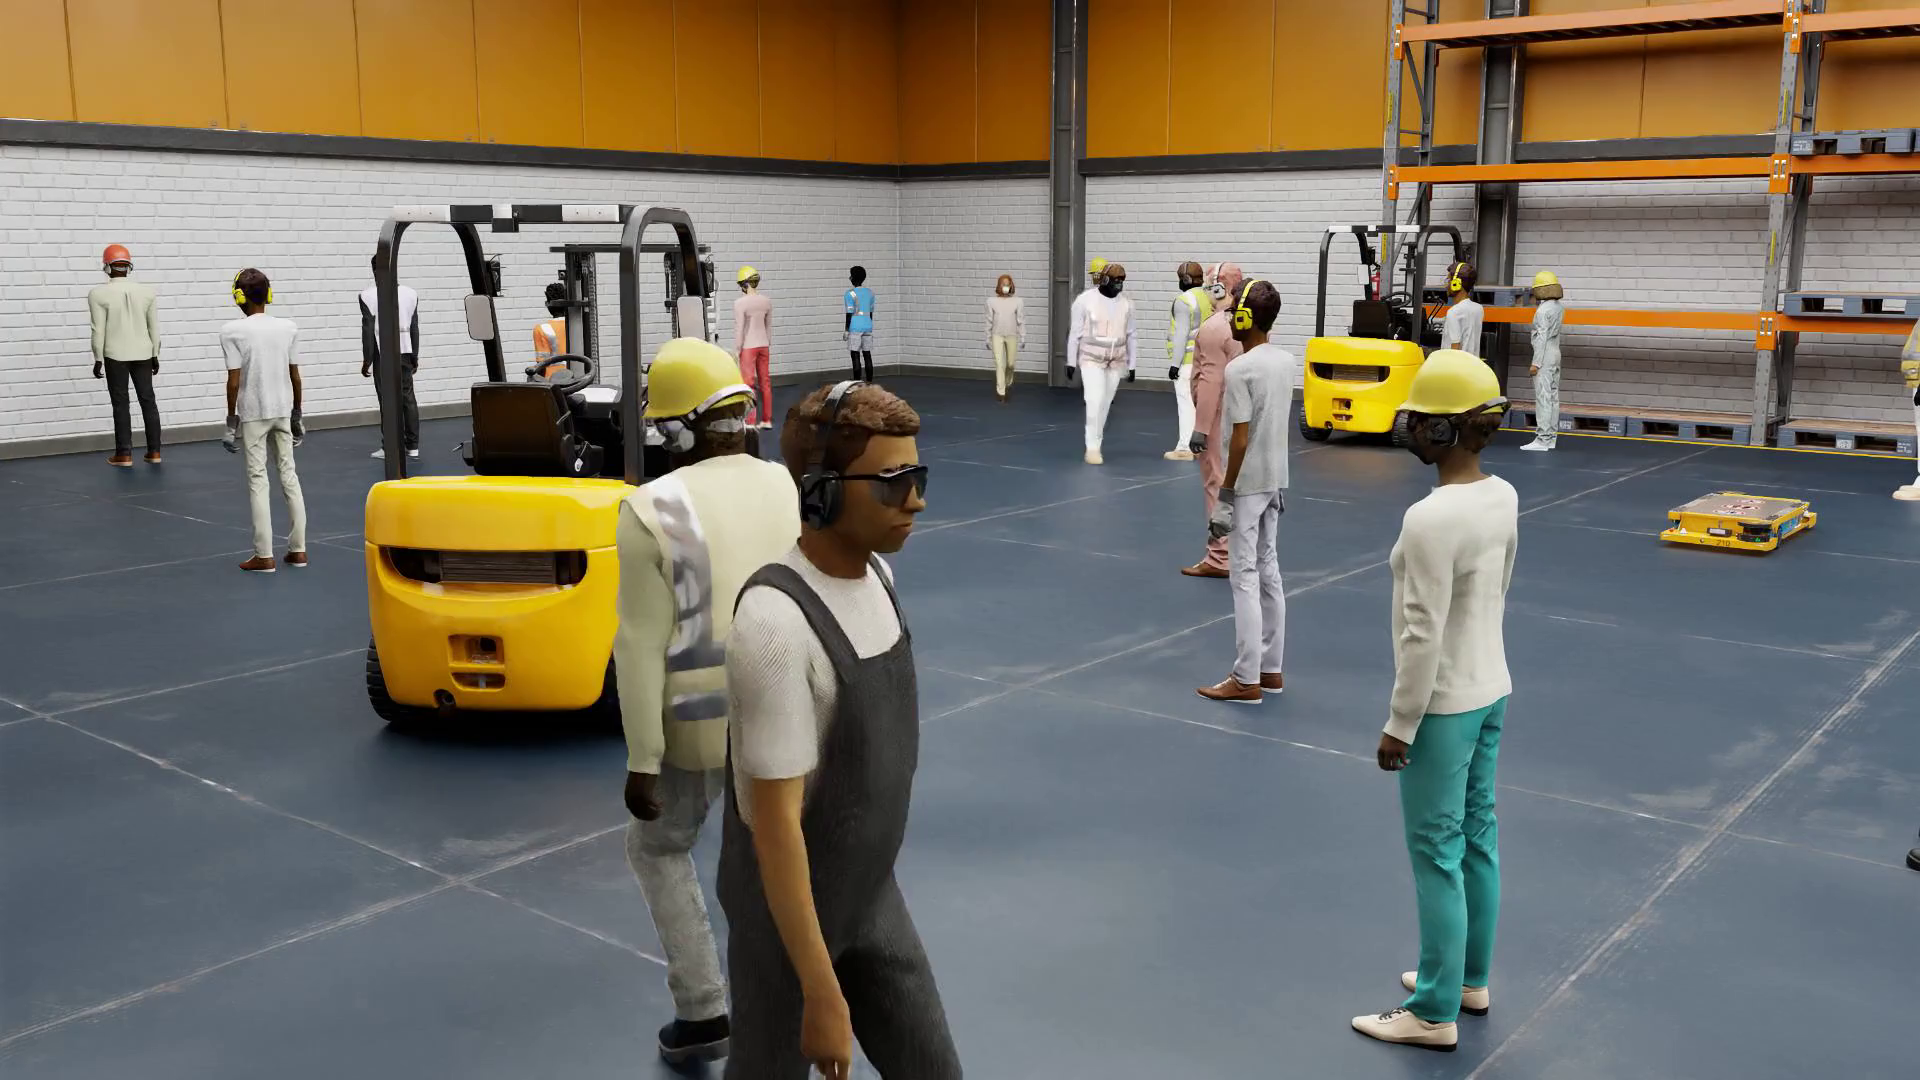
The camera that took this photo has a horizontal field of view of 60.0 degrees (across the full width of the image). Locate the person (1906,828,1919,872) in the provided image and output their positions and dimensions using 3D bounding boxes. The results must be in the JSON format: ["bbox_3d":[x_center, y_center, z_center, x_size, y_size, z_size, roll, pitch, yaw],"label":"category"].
[{"bbox_3d":[3.297,0.130,5.285,0.366,1.931,0.542,8,13,38],"label":"person"}]

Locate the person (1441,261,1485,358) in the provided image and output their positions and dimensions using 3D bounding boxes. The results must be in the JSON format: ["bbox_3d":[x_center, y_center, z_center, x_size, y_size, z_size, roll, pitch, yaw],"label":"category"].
[{"bbox_3d":[3.818,-1.197,12.805,0.329,1.872,0.508,8,13,38],"label":"person"}]

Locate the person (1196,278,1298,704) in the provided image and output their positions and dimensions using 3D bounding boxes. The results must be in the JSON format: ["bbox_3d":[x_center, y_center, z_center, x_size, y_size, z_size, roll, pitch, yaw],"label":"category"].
[{"bbox_3d":[1.274,-0.211,7.344,0.329,1.872,0.508,8,13,38],"label":"person"}]

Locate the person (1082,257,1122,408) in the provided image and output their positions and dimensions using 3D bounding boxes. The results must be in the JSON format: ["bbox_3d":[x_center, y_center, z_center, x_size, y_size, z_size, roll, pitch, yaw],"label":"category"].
[{"bbox_3d":[1.700,-2.498,20.137,0.403,1.825,0.586,8,13,38],"label":"person"}]

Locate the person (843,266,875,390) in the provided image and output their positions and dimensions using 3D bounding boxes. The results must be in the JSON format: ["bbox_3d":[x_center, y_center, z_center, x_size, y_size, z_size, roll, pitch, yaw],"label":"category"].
[{"bbox_3d":[-1.342,-2.773,22.019,0.319,1.696,0.532,8,13,38],"label":"person"}]

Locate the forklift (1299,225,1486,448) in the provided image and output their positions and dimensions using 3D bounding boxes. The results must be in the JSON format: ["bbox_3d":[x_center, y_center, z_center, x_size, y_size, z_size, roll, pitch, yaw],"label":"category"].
[{"bbox_3d":[4.449,-2.115,16.993,1.214,2.155,2.313,8,13,38],"label":"forklift"}]

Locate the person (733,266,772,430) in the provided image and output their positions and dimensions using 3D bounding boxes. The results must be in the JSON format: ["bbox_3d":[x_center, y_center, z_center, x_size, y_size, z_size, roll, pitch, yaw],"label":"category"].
[{"bbox_3d":[-2.222,-2.032,17.737,0.320,1.763,0.522,8,13,38],"label":"person"}]

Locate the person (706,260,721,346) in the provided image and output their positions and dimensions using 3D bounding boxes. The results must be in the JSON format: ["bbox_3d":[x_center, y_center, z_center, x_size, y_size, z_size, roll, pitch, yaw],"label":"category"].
[{"bbox_3d":[-3.152,-2.538,20.205,0.356,1.883,0.573,8,13,38],"label":"person"}]

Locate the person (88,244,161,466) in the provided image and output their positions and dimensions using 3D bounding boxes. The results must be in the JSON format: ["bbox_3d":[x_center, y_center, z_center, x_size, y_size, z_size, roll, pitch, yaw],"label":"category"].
[{"bbox_3d":[-7.557,-1.669,15.075,0.377,1.995,0.608,8,13,38],"label":"person"}]

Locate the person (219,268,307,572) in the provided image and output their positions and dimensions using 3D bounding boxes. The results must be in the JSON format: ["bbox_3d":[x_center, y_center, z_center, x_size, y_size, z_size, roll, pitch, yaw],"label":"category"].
[{"bbox_3d":[-4.291,-0.732,10.248,0.329,1.865,0.508,8,13,38],"label":"person"}]

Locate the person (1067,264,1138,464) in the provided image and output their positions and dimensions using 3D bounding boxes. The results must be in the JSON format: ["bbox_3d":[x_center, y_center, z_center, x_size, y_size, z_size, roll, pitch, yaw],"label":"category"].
[{"bbox_3d":[1.341,-1.592,15.149,0.649,1.813,0.708,-4,11,-22],"label":"person"}]

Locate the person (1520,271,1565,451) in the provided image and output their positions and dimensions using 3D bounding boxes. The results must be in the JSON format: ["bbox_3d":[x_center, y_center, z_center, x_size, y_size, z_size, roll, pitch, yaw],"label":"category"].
[{"bbox_3d":[5.668,-1.736,16.163,0.305,1.738,0.484,8,13,38],"label":"person"}]

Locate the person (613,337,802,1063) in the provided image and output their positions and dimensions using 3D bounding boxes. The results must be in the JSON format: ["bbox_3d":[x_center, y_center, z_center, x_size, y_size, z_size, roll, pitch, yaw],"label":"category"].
[{"bbox_3d":[-0.581,0.422,4.002,0.629,1.805,0.541,-8,13,-39],"label":"person"}]

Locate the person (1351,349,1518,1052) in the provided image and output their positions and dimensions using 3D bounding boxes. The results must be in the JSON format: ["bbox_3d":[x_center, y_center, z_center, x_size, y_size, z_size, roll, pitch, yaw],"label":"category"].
[{"bbox_3d":[1.216,0.407,4.209,0.311,1.768,0.522,8,13,38],"label":"person"}]

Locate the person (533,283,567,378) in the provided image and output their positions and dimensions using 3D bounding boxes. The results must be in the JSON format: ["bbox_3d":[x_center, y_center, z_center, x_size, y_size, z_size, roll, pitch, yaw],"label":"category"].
[{"bbox_3d":[-3.184,-1.203,13.322,0.319,1.696,0.532,8,13,38],"label":"person"}]

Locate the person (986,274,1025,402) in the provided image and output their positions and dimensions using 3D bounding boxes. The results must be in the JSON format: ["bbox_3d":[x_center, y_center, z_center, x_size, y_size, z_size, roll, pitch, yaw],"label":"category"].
[{"bbox_3d":[0.572,-2.576,21.166,0.500,1.615,0.722,0,10,-2],"label":"person"}]

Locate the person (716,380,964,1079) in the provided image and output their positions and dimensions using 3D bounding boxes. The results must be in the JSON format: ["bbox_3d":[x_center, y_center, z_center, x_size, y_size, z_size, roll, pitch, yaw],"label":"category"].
[{"bbox_3d":[-0.119,0.645,2.776,0.930,1.801,0.552,4,11,21],"label":"person"}]

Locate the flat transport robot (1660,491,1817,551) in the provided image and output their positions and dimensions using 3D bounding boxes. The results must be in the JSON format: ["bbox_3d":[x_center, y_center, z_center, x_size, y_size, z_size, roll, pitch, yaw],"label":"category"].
[{"bbox_3d":[5.356,-0.143,11.397,0.652,0.197,1.431,8,13,38],"label":"flat transport robot"}]

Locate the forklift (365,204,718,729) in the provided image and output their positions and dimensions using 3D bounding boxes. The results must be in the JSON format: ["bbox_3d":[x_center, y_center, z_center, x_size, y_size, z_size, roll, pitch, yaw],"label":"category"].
[{"bbox_3d":[-1.766,-0.406,7.525,1.214,2.155,2.313,1,10,7],"label":"forklift"}]

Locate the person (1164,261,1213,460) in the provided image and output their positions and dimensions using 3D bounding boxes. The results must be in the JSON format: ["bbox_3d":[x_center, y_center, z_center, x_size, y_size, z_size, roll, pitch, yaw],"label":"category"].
[{"bbox_3d":[2.133,-1.658,15.452,0.429,1.840,0.624,8,13,38],"label":"person"}]

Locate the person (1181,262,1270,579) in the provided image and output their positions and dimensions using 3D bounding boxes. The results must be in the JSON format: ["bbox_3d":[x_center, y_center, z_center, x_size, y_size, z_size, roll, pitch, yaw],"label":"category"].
[{"bbox_3d":[1.588,-0.720,10.083,0.403,1.904,0.648,8,13,38],"label":"person"}]

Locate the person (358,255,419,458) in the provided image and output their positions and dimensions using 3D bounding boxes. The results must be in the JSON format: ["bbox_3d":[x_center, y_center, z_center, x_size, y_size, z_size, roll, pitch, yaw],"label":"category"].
[{"bbox_3d":[-5.317,-1.714,15.547,0.393,1.915,0.591,8,13,38],"label":"person"}]

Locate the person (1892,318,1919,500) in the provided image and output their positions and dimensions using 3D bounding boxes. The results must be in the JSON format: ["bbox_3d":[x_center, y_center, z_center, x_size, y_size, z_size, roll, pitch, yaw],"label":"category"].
[{"bbox_3d":[7.609,-1.225,13.040,0.429,1.844,0.624,8,13,38],"label":"person"}]
